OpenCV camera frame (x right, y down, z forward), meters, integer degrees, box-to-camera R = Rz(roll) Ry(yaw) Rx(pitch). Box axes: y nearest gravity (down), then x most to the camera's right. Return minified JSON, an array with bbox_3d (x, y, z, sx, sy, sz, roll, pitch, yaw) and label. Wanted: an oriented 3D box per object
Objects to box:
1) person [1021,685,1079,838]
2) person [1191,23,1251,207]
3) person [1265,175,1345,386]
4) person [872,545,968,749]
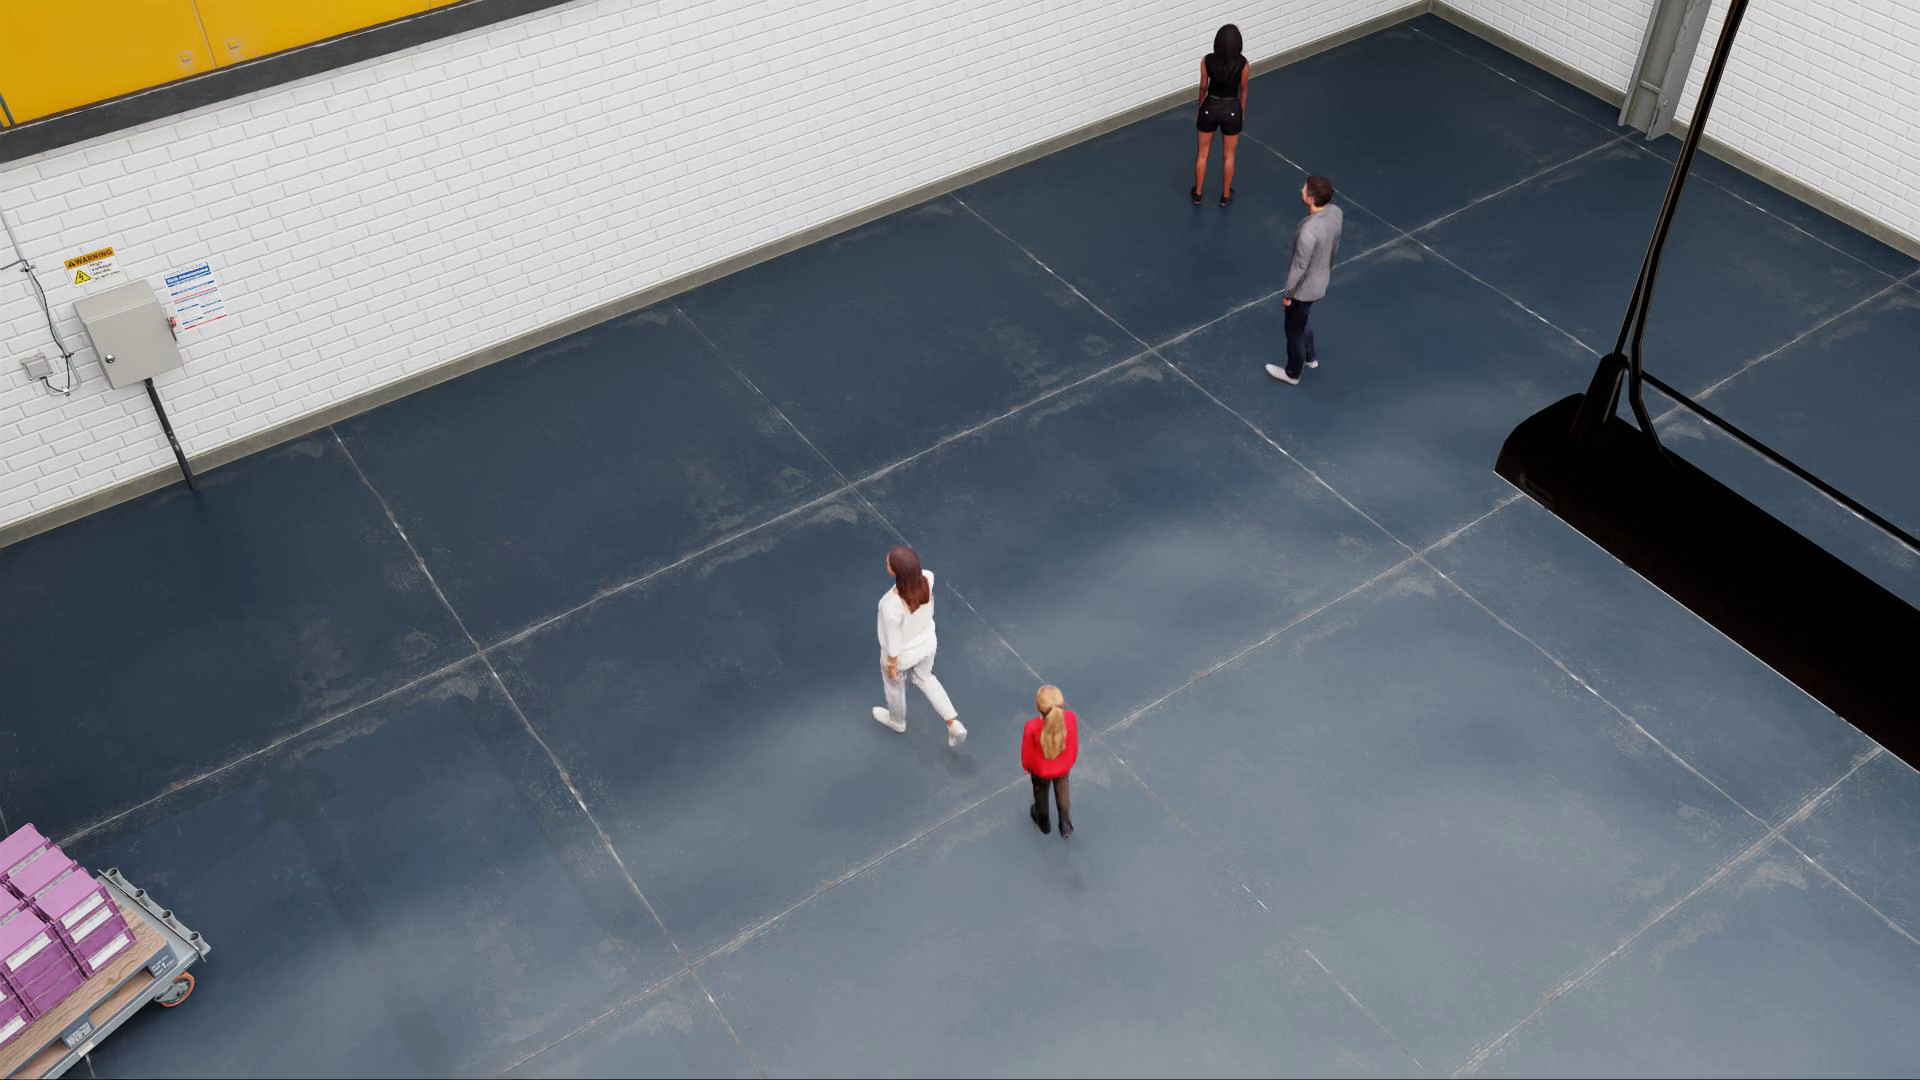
[{"bbox_3d":[0.557,1.353,9.834,0.594,1.275,0.683,-11,45,-11],"label":"person"},{"bbox_3d":[2.332,-3.805,14.908,0.666,1.743,0.730,8,44,8],"label":"person"},{"bbox_3d":[2.756,-1.964,12.888,0.753,1.865,0.782,29,51,27],"label":"person"},{"bbox_3d":[-0.253,0.682,10.250,0.999,1.672,0.737,30,51,28],"label":"person"}]
